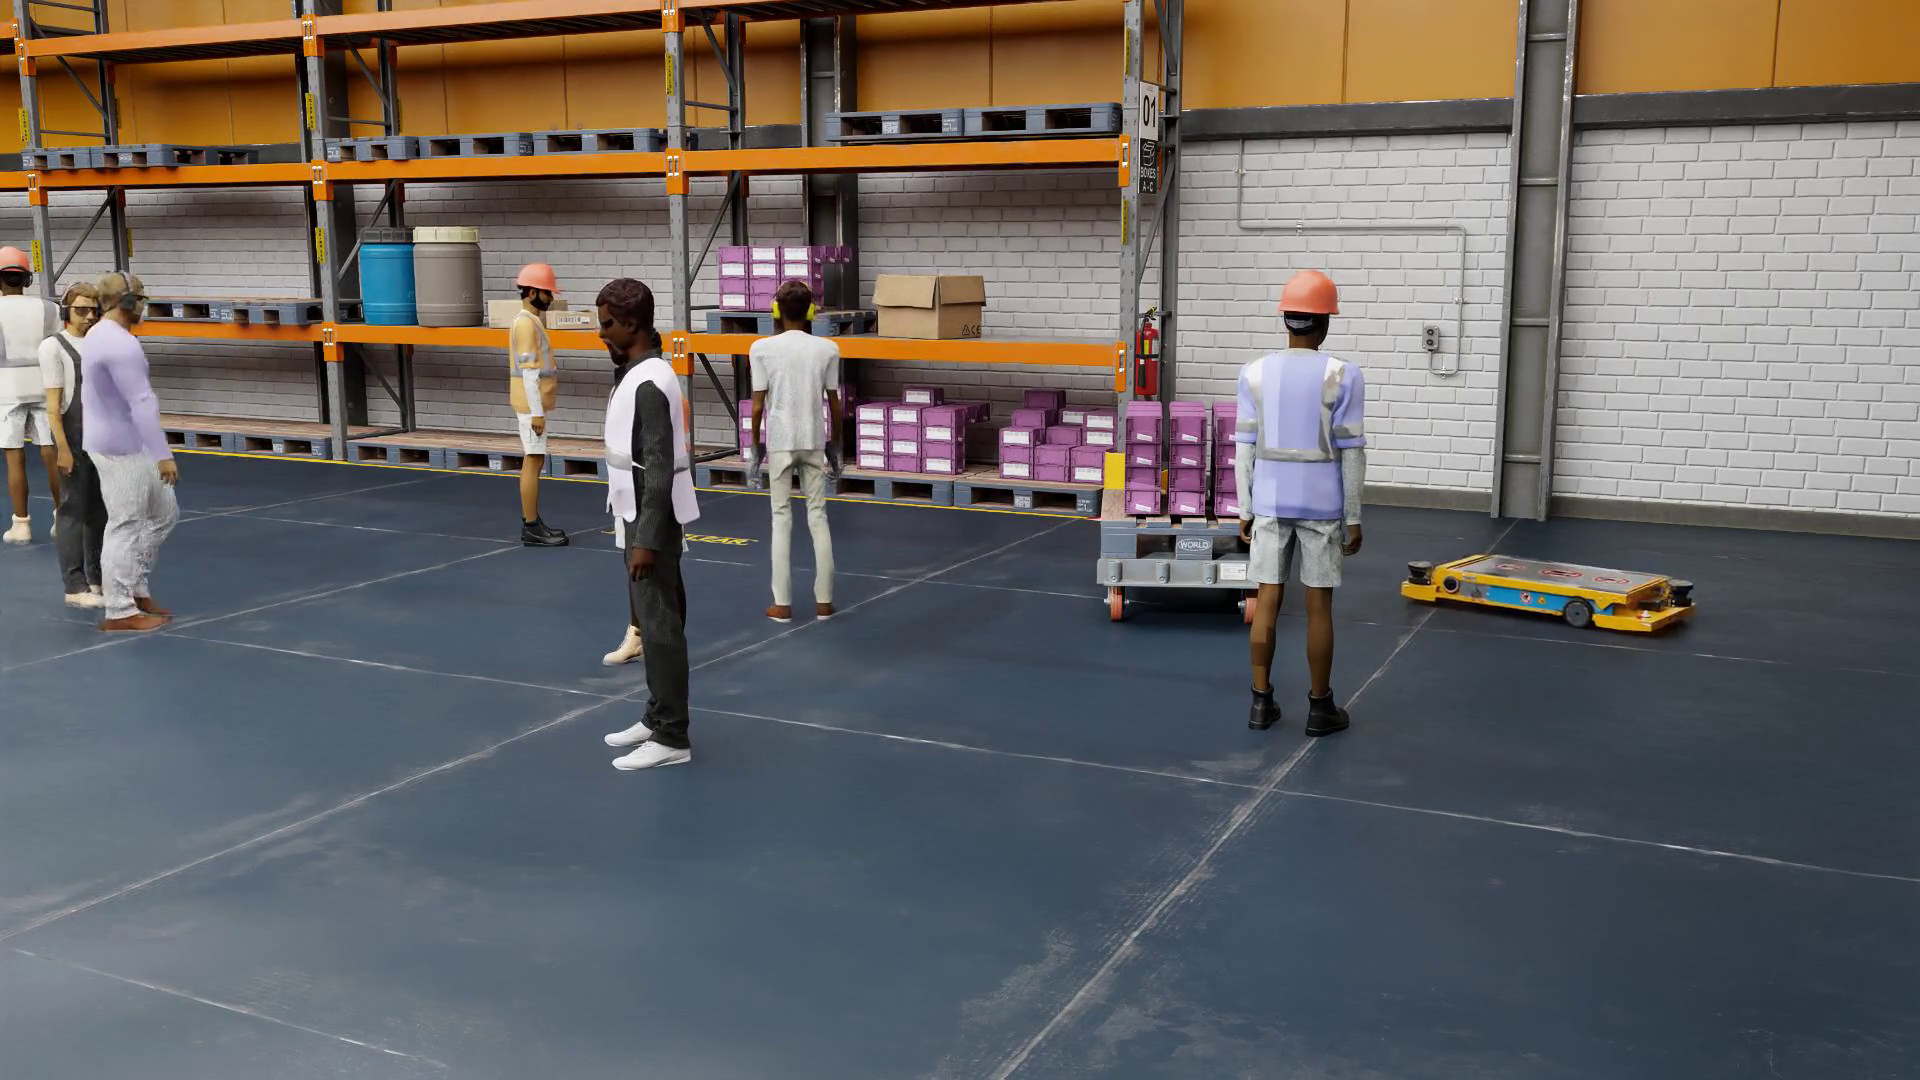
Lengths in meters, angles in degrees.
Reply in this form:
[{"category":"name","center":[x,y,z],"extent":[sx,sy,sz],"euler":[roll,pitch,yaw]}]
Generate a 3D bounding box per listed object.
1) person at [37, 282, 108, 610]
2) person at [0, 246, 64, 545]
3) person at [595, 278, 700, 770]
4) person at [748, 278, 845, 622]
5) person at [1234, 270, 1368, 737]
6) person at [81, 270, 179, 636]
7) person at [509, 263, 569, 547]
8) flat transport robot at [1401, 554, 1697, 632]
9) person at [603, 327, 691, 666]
[{"category":"person","center":[-4.962,-0.537,9.458],"extent":[0.350,1.842,0.506],"euler":[2,10,10]},{"category":"person","center":[-6.477,-0.992,11.484],"extent":[0.390,2.040,0.614],"euler":[9,13,42]},{"category":"person","center":[-1.222,-0.062,6.532],"extent":[0.391,1.913,0.587],"euler":[-3,10,-14]},{"category":"person","center":[-0.894,-0.483,9.071],"extent":[0.532,1.868,0.310],"euler":[-3,10,-15]},{"category":"person","center":[1.422,-0.146,6.943],"extent":[0.551,1.937,0.357],"euler":[5,11,27]},{"category":"person","center":[-4.355,-0.448,8.762],"extent":[0.501,1.912,0.681],"euler":[-6,11,-30]},{"category":"person","center":[-2.891,-0.922,11.396],"extent":[0.368,1.934,0.543],"euler":[-3,10,-15]},{"category":"flat transport robot","center":[3.285,0.271,9.323],"extent":[1.431,0.197,0.652],"euler":[9,13,42]},{"category":"person","center":[-1.505,-0.202,7.965],"extent":[0.531,1.692,0.320],"euler":[8,13,38]}]
